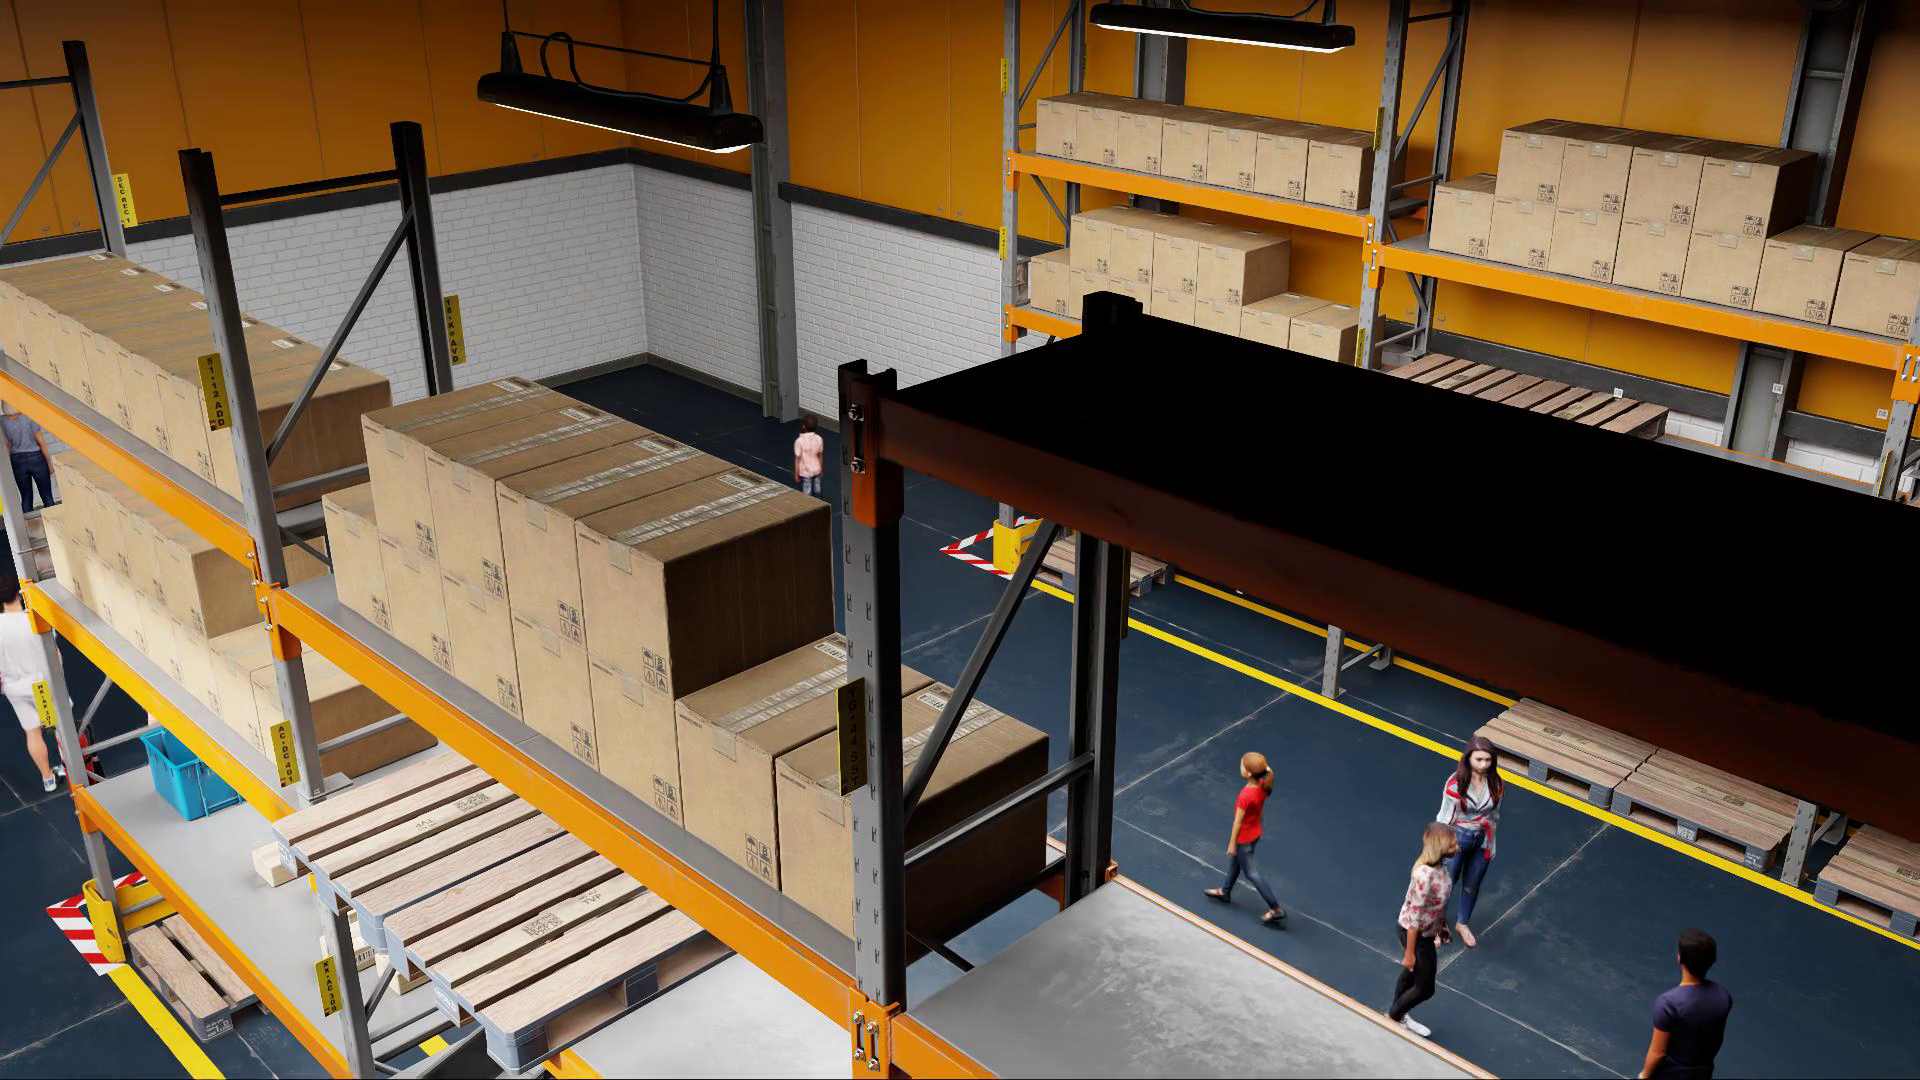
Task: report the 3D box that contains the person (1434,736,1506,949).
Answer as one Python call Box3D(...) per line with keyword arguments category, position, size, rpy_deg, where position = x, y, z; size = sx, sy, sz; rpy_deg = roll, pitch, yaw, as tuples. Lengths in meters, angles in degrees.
Box3D(category="person", position=(3.457, 2.051, 11.349), size=(0.661, 1.611, 0.707), rpy_deg=(-1, 24, -3))

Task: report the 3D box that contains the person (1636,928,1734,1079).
Box3D(category="person", position=(3.953, 2.927, 9.126), size=(0.723, 1.786, 0.702), rpy_deg=(-7, 25, -16))

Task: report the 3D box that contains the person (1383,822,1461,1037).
Box3D(category="person", position=(2.806, 2.442, 10.448), size=(0.679, 1.616, 0.686), rpy_deg=(9, 25, 20))

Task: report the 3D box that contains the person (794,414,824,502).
Box3D(category="person", position=(-1.629, -0.748, 18.131), size=(0.529, 1.308, 0.532), rpy_deg=(-16, 28, -32))

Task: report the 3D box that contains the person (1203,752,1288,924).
Box3D(category="person", position=(2.070, 2.098, 11.640), size=(0.917, 1.291, 0.599), rpy_deg=(15, 28, 30))

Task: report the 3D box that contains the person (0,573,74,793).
Box3D(category="person", position=(-7.333, 1.168, 13.079), size=(0.793, 1.843, 0.806), rpy_deg=(-7, 25, -15))

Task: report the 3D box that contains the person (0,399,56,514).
Box3D(category="person", position=(-9.951, -0.819, 17.775), size=(0.656, 1.723, 0.685), rpy_deg=(-4, 24, -8))
